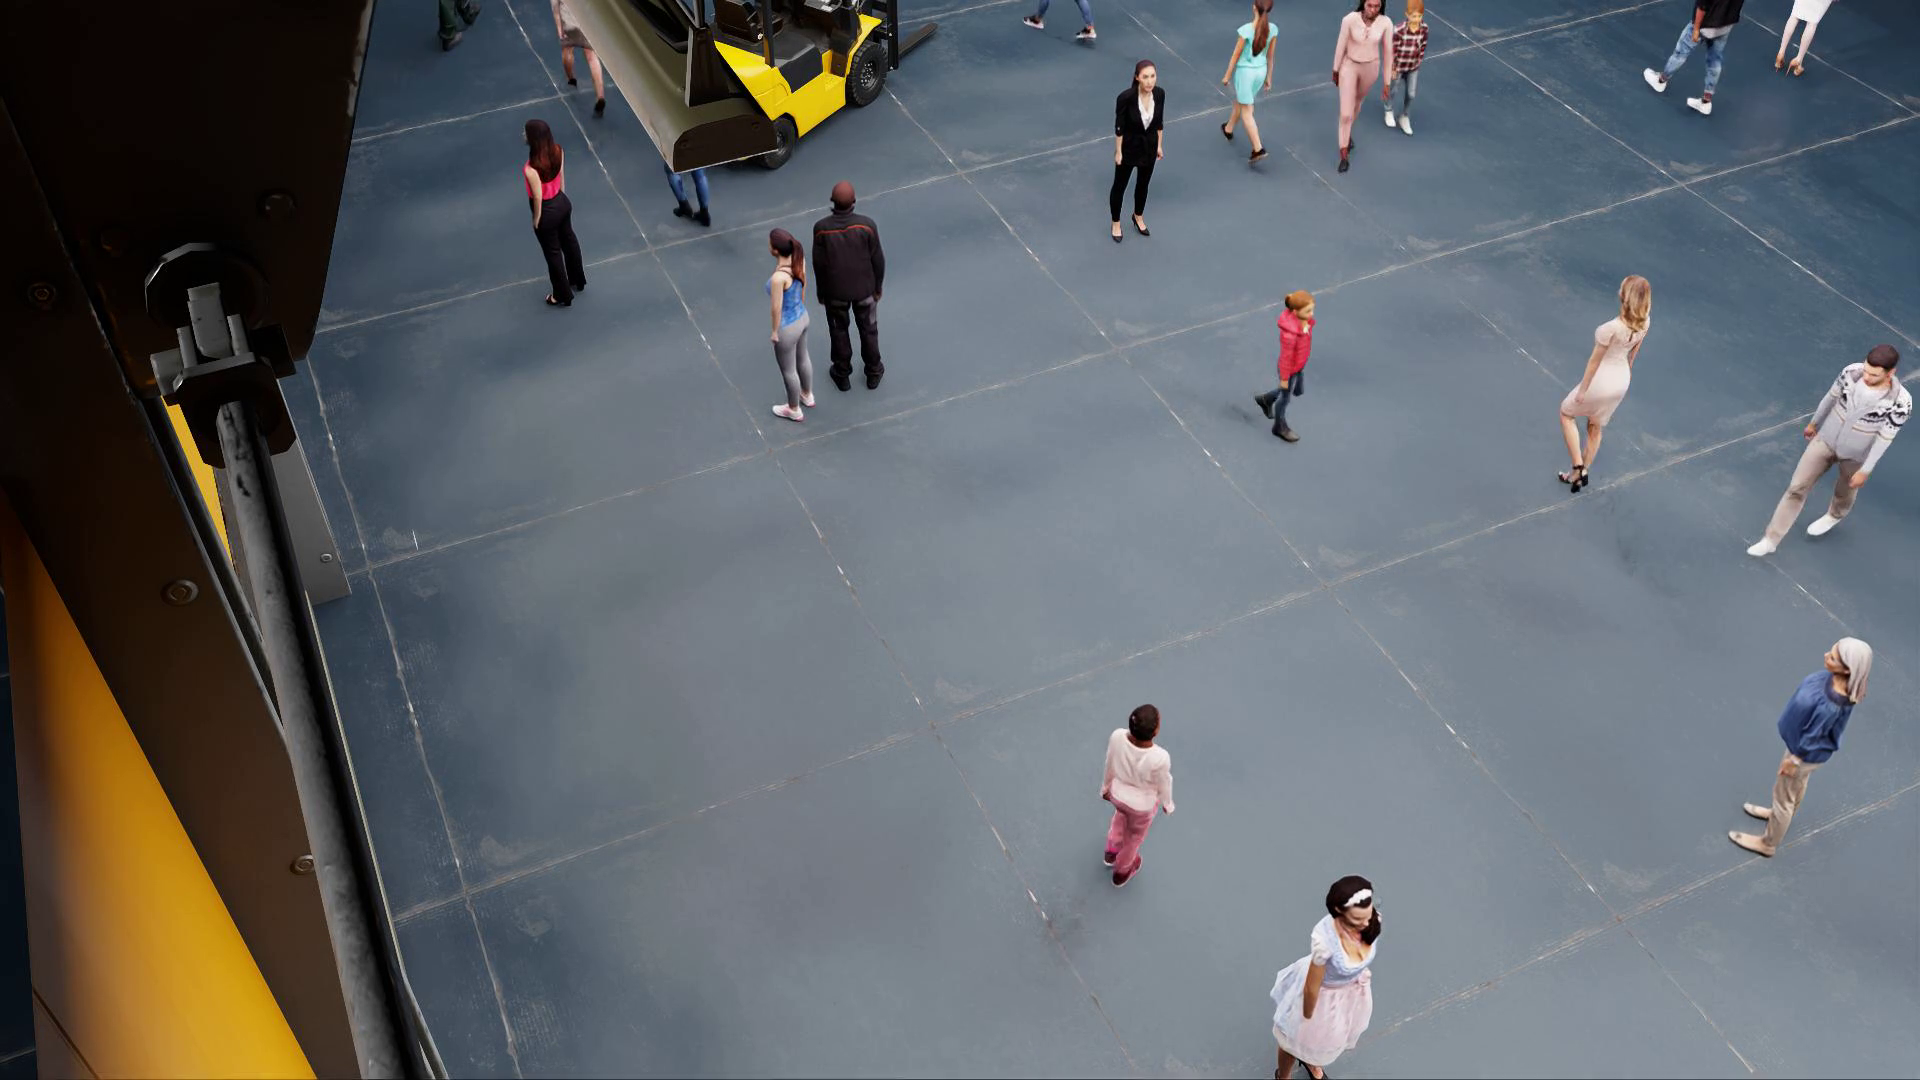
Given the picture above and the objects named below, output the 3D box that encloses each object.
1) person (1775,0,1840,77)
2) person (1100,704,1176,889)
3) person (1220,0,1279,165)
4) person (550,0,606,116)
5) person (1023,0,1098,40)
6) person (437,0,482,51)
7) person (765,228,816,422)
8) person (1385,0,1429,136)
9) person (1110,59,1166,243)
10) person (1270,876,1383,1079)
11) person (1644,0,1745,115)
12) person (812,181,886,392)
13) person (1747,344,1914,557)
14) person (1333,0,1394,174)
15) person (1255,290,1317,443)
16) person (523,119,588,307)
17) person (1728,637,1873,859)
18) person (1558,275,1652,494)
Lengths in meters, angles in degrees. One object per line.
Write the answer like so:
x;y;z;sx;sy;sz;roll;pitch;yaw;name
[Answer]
8.412;-5.438;16.327;0.679;1.794;0.499;-28;50;-26;person
0.943;1.474;9.331;0.592;1.437;0.695;32;52;29;person
2.693;-4.212;15.240;0.688;1.519;1.098;-14;45;-14;person
-3.612;-4.861;15.791;0.633;1.698;1.065;-20;47;-20;person
1.140;-5.829;16.897;1.188;1.575;0.969;25;49;24;person
-5.264;-5.814;16.709;1.100;1.812;1.142;16;46;16;person
-1.274;-1.621;12.456;0.691;1.608;0.643;19;47;18;person
4.183;-4.541;15.749;0.624;1.293;0.695;-2;44;-2;person
1.513;-3.343;14.225;0.612;1.661;0.566;-14;45;-14;person
1.816;2.246;8.244;0.748;1.818;0.776;-26;49;-25;person
7.211;-4.894;15.765;0.755;1.781;1.047;-13;45;-13;person
-0.836;-1.917;12.609;0.772;1.826;0.726;-3;44;-3;person
6.079;-0.654;11.305;0.997;1.796;1.215;-26;49;-24;person
3.631;-4.280;15.199;0.997;1.673;1.209;0;44;0;person
2.405;-1.311;12.348;0.756;1.308;0.661;28;50;26;person
-3.332;-2.671;13.524;0.702;1.655;0.652;16;46;16;person
4.837;1.168;9.464;0.722;1.696;0.708;26;50;25;person
4.558;-1.016;11.667;0.626;1.820;0.642;-13;45;-13;person
